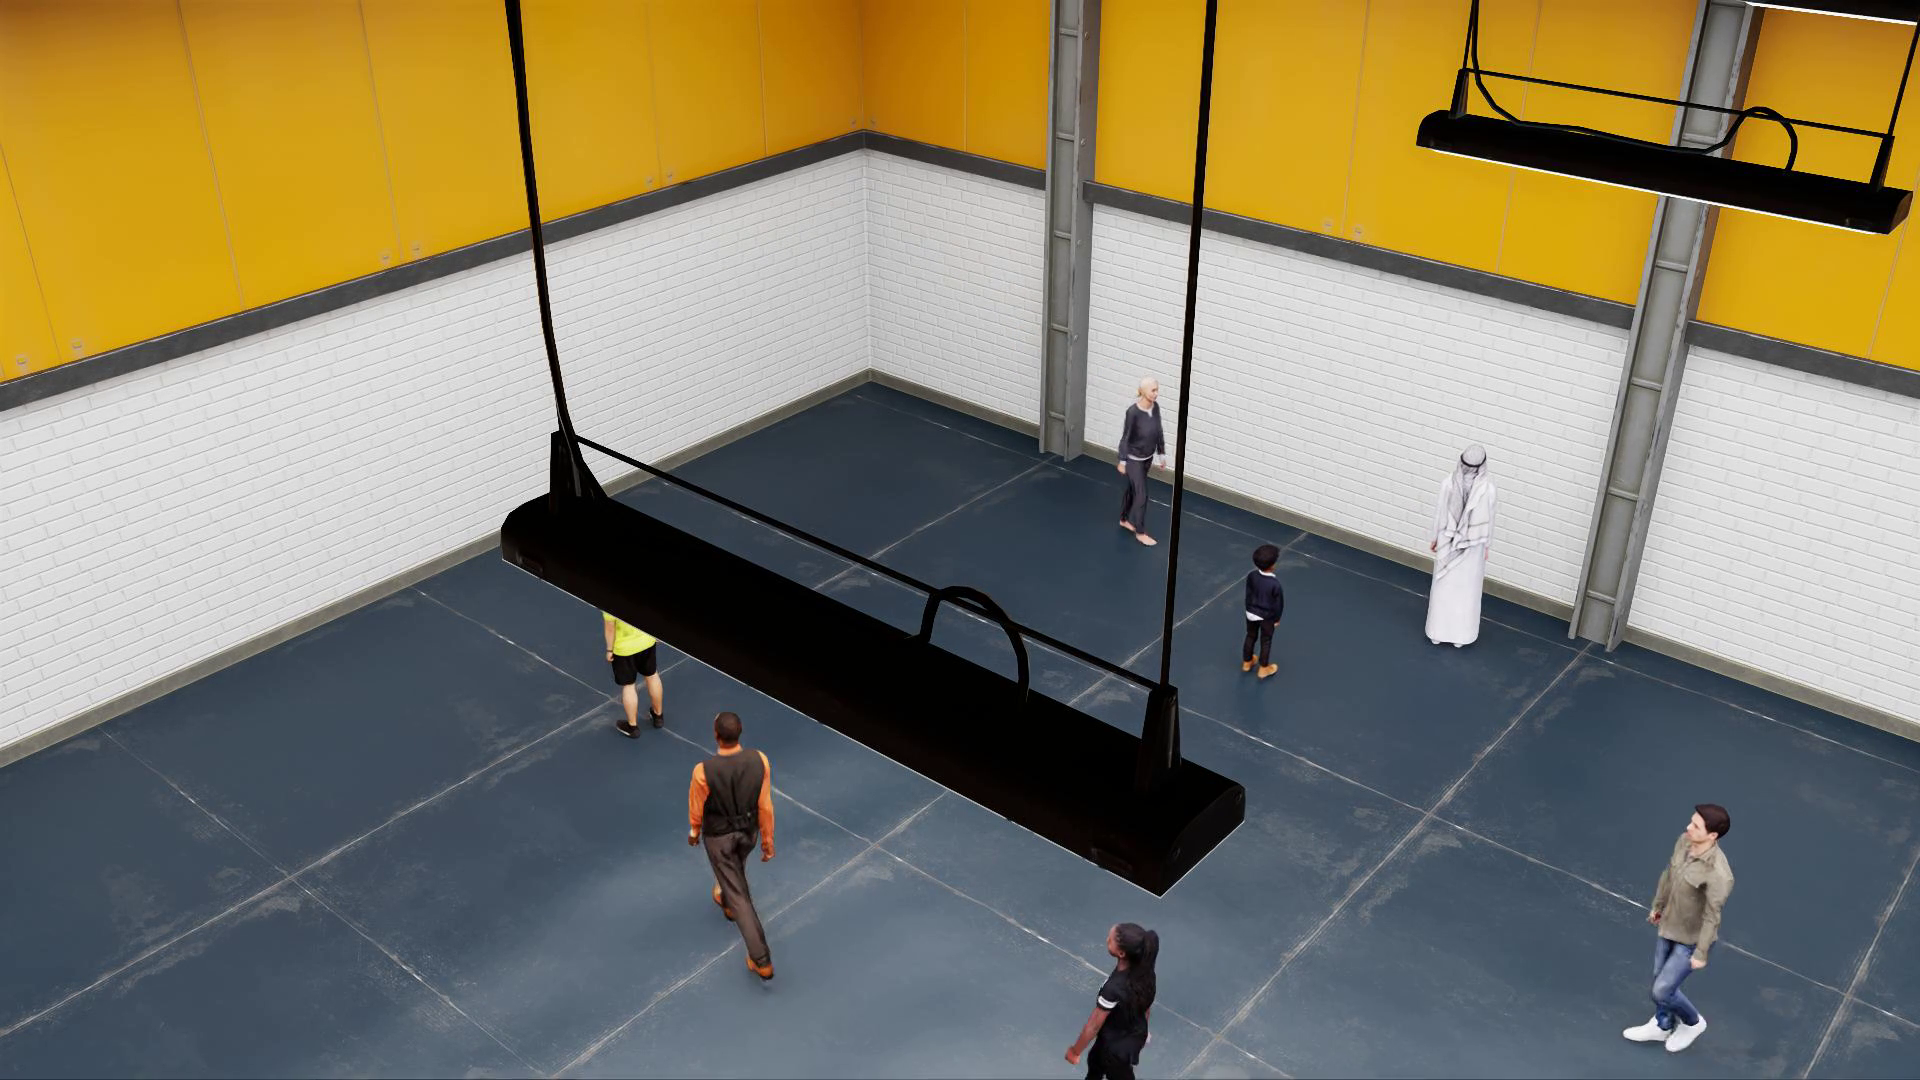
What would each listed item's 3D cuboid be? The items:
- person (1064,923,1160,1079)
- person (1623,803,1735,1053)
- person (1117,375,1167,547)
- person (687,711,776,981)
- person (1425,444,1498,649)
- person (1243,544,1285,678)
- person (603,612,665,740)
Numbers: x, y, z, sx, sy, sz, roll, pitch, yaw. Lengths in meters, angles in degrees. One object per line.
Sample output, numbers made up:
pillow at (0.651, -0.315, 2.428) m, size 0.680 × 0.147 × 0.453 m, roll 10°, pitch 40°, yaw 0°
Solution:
person at (0.988, 2.899, 9.451) m, size 1.001 × 1.708 × 0.730 m, roll 14°, pitch 32°, yaw 24°
person at (4.543, 2.401, 10.211) m, size 0.920 × 1.853 × 0.862 m, roll -2°, pitch 29°, yaw -4°
person at (1.696, -0.854, 16.333) m, size 0.813 × 1.706 × 0.614 m, roll 25°, pitch 37°, yaw 38°
person at (-1.456, 2.024, 10.893) m, size 0.967 × 1.862 × 1.364 m, roll -16°, pitch 32°, yaw -27°
person at (4.356, 0.047, 14.450) m, size 0.695 × 1.926 × 0.837 m, roll 11°, pitch 30°, yaw 19°
person at (2.577, 0.592, 14.184) m, size 0.427 × 1.225 × 0.574 m, roll 25°, pitch 37°, yaw 38°
person at (-2.617, 0.792, 13.314) m, size 0.675 × 1.707 × 0.597 m, roll -19°, pitch 34°, yaw -31°
